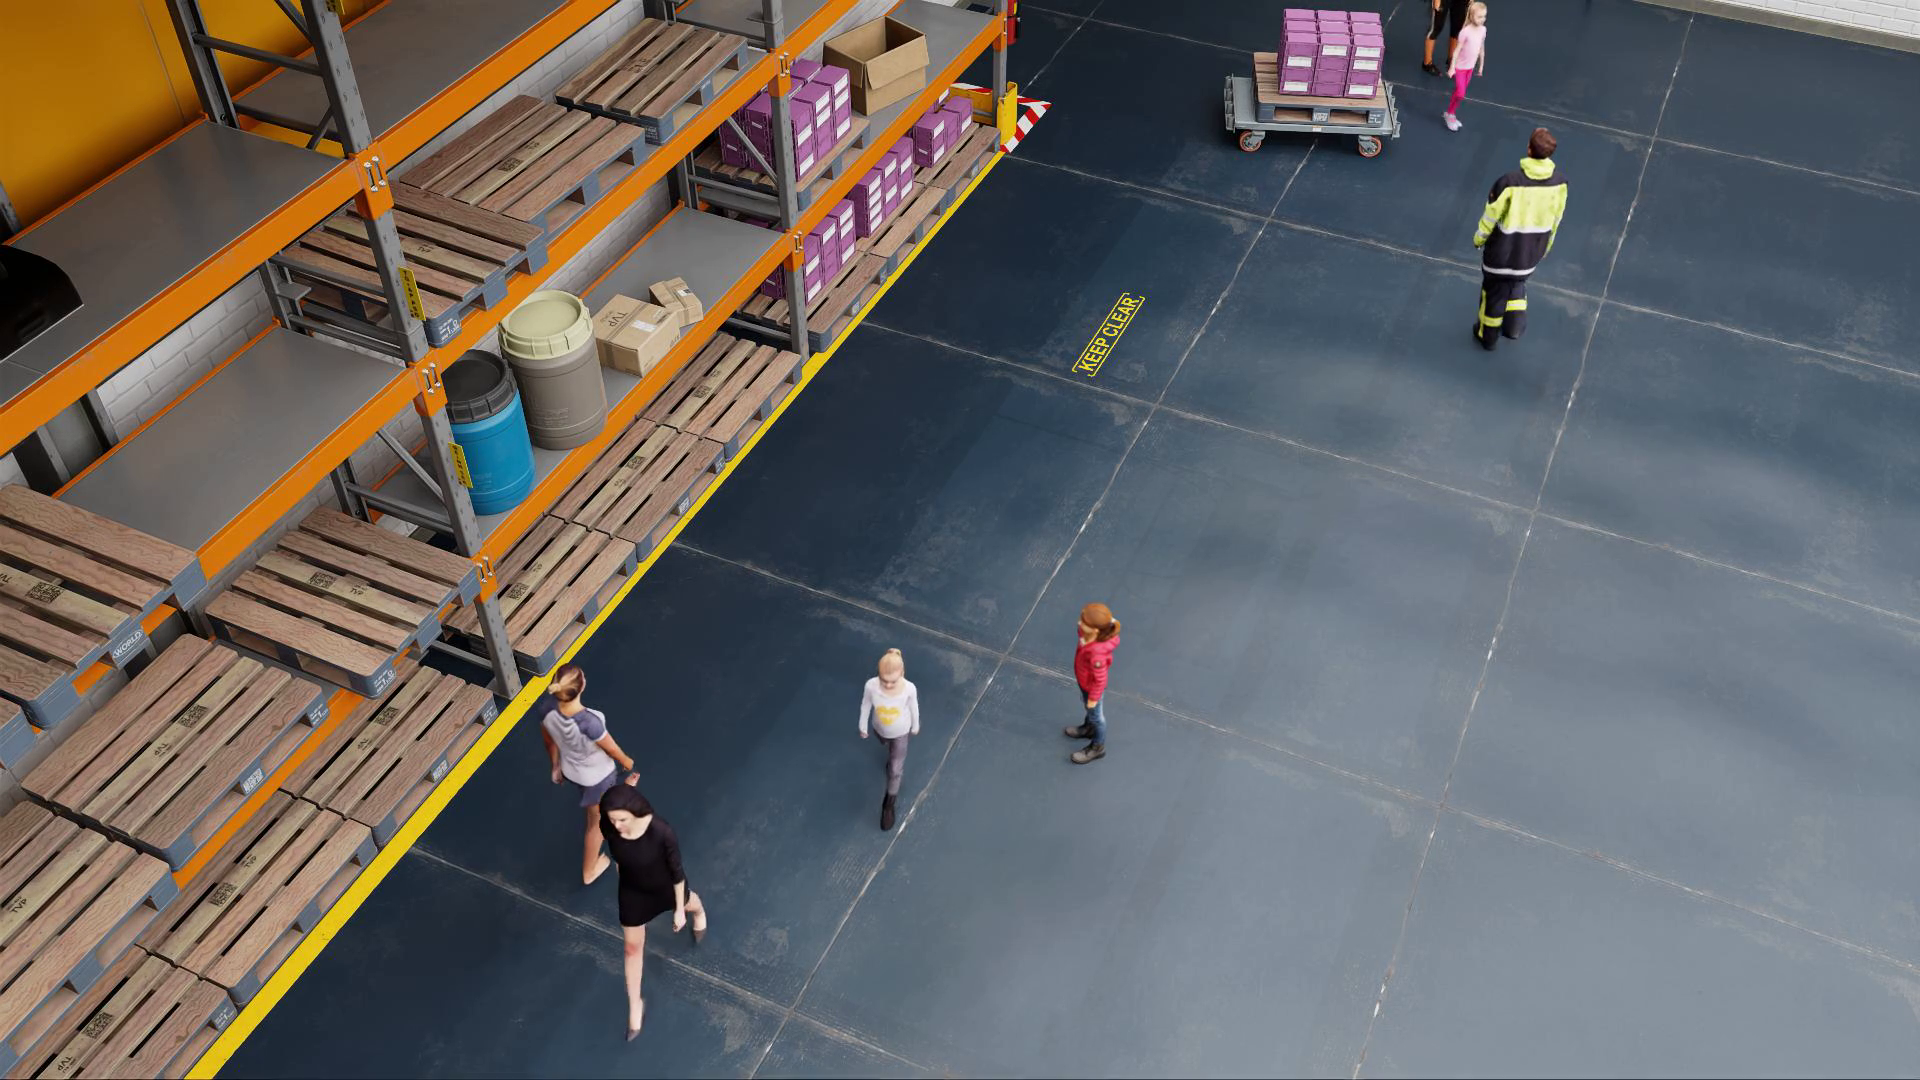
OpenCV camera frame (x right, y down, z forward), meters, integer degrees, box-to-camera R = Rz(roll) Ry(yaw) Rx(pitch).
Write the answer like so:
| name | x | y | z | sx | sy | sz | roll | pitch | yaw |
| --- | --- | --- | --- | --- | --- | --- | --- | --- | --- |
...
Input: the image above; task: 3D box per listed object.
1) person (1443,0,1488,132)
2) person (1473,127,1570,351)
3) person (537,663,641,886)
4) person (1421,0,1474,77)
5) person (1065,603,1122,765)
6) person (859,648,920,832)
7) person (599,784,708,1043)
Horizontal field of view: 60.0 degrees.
| name | x | y | z | sx | sy | sz | roll | pitch | yaw |
| --- | --- | --- | --- | --- | --- | --- | --- | --- | --- |
| person | 4.865 | -4.639 | 16.158 | 0.592 | 1.265 | 0.666 | -21 | 47 | -20 |
| person | 4.434 | -2.322 | 13.219 | 0.933 | 1.965 | 0.973 | -8 | 44 | -8 |
| person | -2.191 | 1.391 | 9.601 | 0.612 | 1.579 | 0.989 | 21 | 48 | 21 |
| person | 4.946 | -5.545 | 16.822 | 0.701 | 1.661 | 0.737 | -10 | 44 | -10 |
| person | 0.834 | 0.870 | 10.338 | 0.645 | 1.317 | 0.553 | -3 | 44 | -3 |
| person | -0.407 | 1.085 | 10.156 | 0.650 | 1.257 | 0.974 | 9 | 44 | 9 |
| person | -1.612 | 1.833 | 9.015 | 0.810 | 1.747 | 1.188 | 7 | 44 | 7 |
